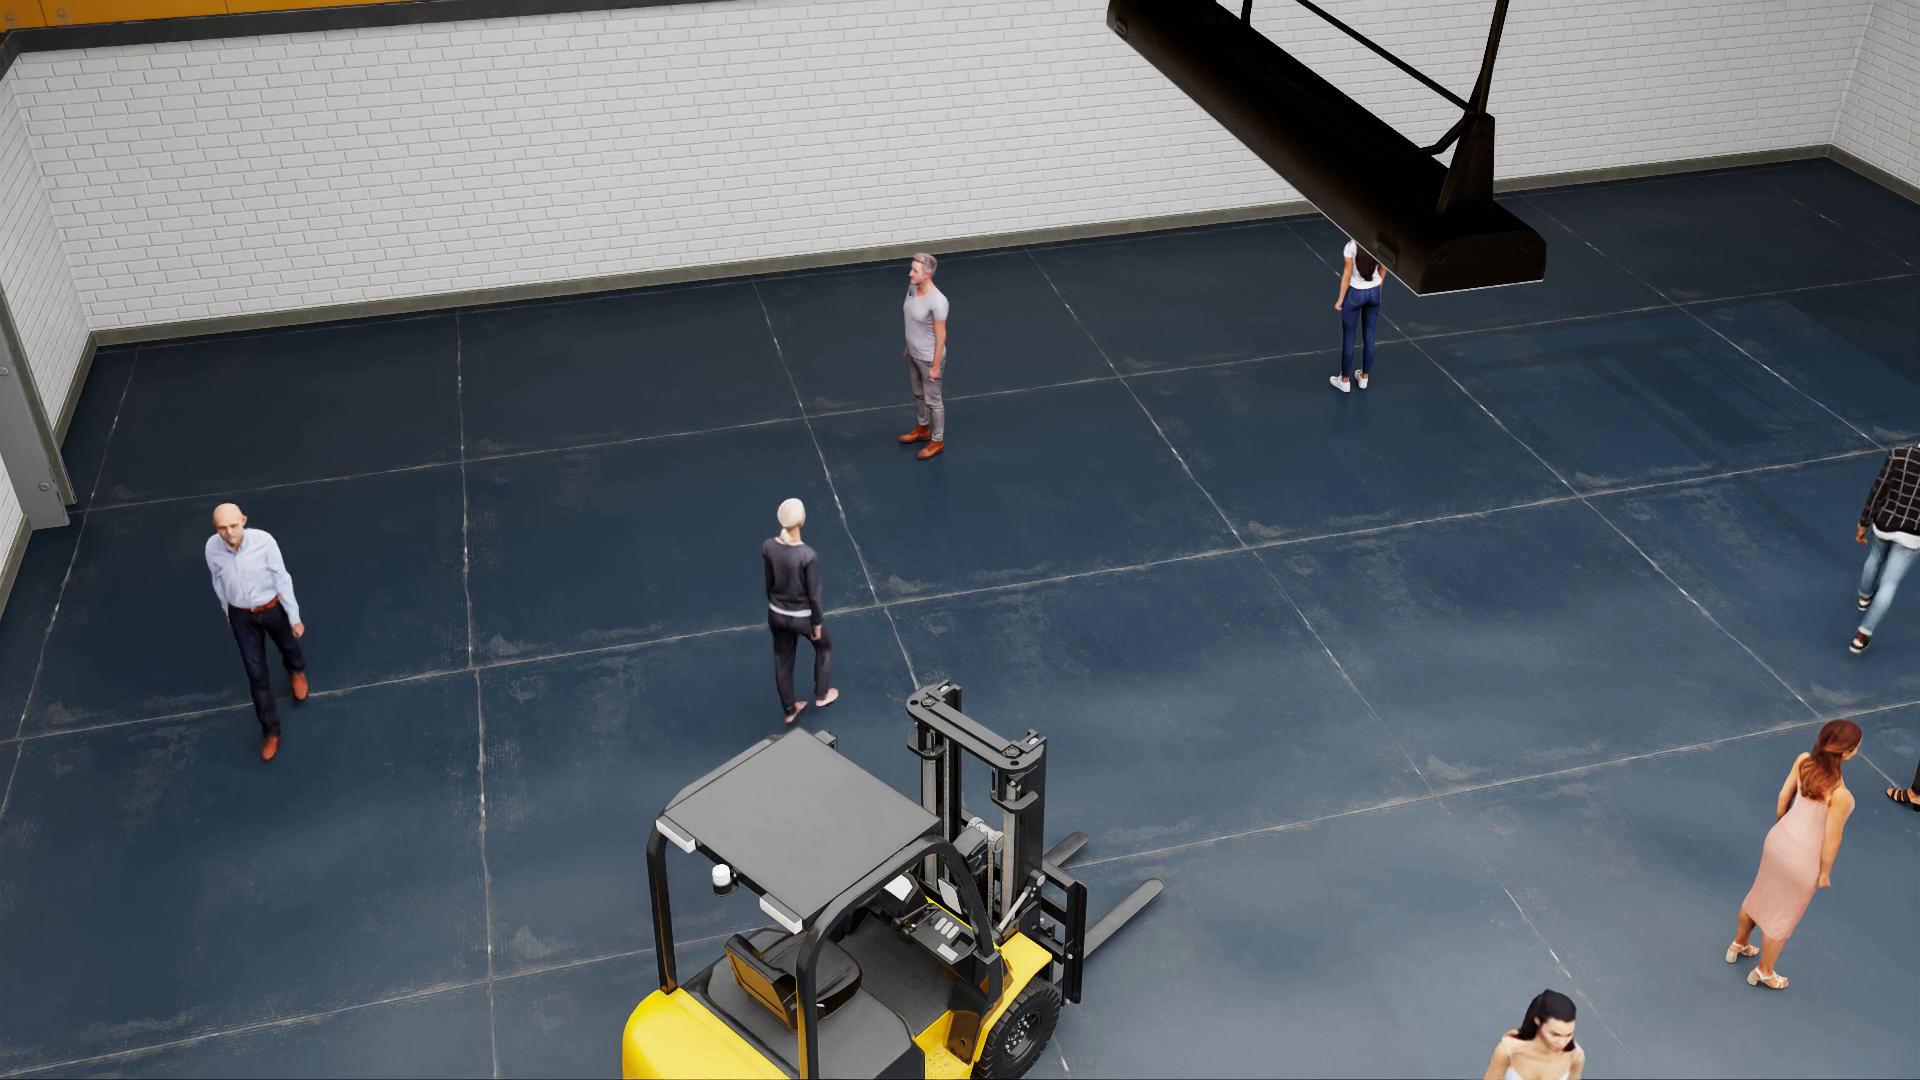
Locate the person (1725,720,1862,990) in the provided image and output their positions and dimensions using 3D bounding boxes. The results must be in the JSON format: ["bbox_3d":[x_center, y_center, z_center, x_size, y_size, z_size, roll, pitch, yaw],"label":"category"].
[{"bbox_3d":[4.564,1.713,9.095,0.645,1.834,0.448,-7,34,-10],"label":"person"}]

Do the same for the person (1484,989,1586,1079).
[{"bbox_3d":[2.580,2.657,7.781,0.676,1.717,0.661,0,34,-1],"label":"person"}]

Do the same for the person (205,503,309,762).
[{"bbox_3d":[-4.631,0.465,11.056,0.643,1.742,1.202,-9,35,-13],"label":"person"}]

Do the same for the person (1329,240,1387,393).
[{"bbox_3d":[3.629,-2.174,14.997,0.583,1.774,0.499,-8,34,-12],"label":"person"}]

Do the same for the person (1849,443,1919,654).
[{"bbox_3d":[6.618,-0.019,11.753,1.219,1.778,1.174,25,41,32],"label":"person"}]

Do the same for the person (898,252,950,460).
[{"bbox_3d":[-0.283,-1.583,14.056,0.812,1.832,0.614,-19,38,-26],"label":"person"}]

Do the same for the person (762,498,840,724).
[{"bbox_3d":[-1.130,0.516,11.005,0.761,1.713,0.813,10,35,15],"label":"person"}]
